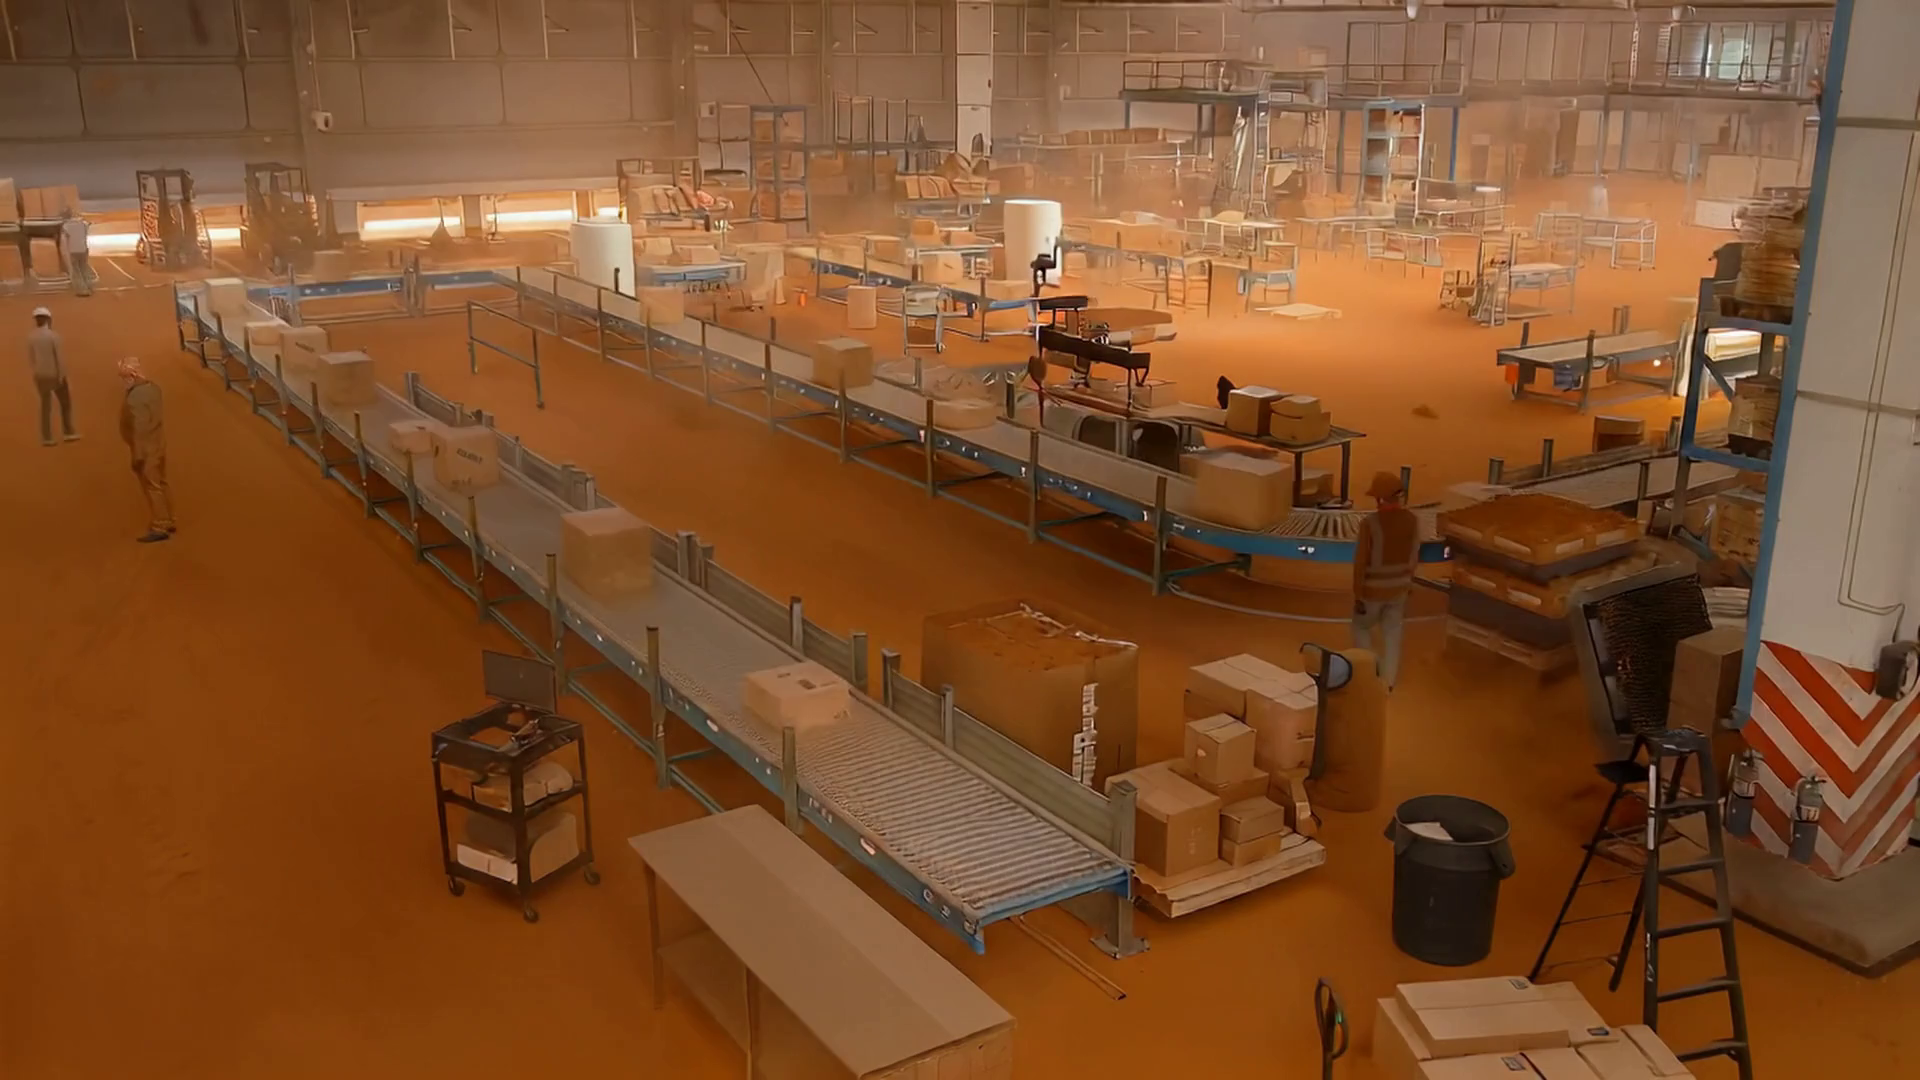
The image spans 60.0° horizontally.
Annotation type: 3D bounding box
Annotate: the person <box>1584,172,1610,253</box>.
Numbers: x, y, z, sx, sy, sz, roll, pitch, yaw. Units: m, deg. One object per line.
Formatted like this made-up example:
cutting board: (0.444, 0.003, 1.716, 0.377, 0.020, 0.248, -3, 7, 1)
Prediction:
person: (15.389, -7.891, 40.101, 0.576, 1.924, 0.412, -9, 19, -26)

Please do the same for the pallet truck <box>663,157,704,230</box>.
pallet truck: (-7.586, -9.308, 44.692, 0.823, 1.965, 1.885, -11, 20, -33)

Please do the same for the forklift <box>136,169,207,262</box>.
forklift: (-17.842, -7.318, 37.559, 1.157, 1.987, 2.680, -10, 20, -31)

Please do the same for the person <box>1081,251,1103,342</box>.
person: (2.235, -4.007, 27.712, 0.593, 1.613, 0.505, -14, 21, -38)

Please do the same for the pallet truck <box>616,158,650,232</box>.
pallet truck: (-8.918, -9.176, 44.255, 0.823, 1.965, 1.885, -9, 19, -27)

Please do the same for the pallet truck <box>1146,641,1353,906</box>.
pallet truck: (1.664, 1.407, 10.232, 1.630, 1.274, 0.653, -10, 20, -31)

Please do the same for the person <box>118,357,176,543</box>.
person: (-8.317, -0.927, 16.973, 0.408, 1.903, 0.638, -2, 17, -8)

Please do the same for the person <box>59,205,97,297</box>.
person: (-17.603, -5.749, 33.145, 0.452, 1.817, 0.623, 7, 18, 22)

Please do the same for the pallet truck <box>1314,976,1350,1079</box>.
pallet truck: (2.299, 2.390, 7.086, 1.601, 1.201, 0.680, -2, 17, -7)

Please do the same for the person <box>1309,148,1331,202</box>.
person: (11.321, -11.408, 52.159, 0.511, 1.704, 0.857, -13, 21, -37)

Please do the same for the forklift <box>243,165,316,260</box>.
forklift: (-15.898, -7.669, 38.708, 1.157, 1.987, 2.680, -11, 20, -33)

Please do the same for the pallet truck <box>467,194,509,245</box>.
pallet truck: (-11.983, -8.177, 42.137, 0.704, 1.261, 1.522, -11, 20, -33)

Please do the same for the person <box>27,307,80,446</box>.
person: (-11.527, -2.058, 21.022, 0.540, 1.725, 0.591, 3, 17, 8)

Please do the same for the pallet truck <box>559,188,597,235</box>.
pallet truck: (-10.010, -8.652, 43.699, 0.653, 1.274, 1.630, -10, 20, -31)

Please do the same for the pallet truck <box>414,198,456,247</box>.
pallet truck: (-13.250, -8.060, 41.856, 0.680, 1.201, 1.601, -10, 20, -31)

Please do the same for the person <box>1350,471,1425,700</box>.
person: (3.263, 0.355, 12.837, 0.609, 1.816, 0.472, -4, 17, -12)
